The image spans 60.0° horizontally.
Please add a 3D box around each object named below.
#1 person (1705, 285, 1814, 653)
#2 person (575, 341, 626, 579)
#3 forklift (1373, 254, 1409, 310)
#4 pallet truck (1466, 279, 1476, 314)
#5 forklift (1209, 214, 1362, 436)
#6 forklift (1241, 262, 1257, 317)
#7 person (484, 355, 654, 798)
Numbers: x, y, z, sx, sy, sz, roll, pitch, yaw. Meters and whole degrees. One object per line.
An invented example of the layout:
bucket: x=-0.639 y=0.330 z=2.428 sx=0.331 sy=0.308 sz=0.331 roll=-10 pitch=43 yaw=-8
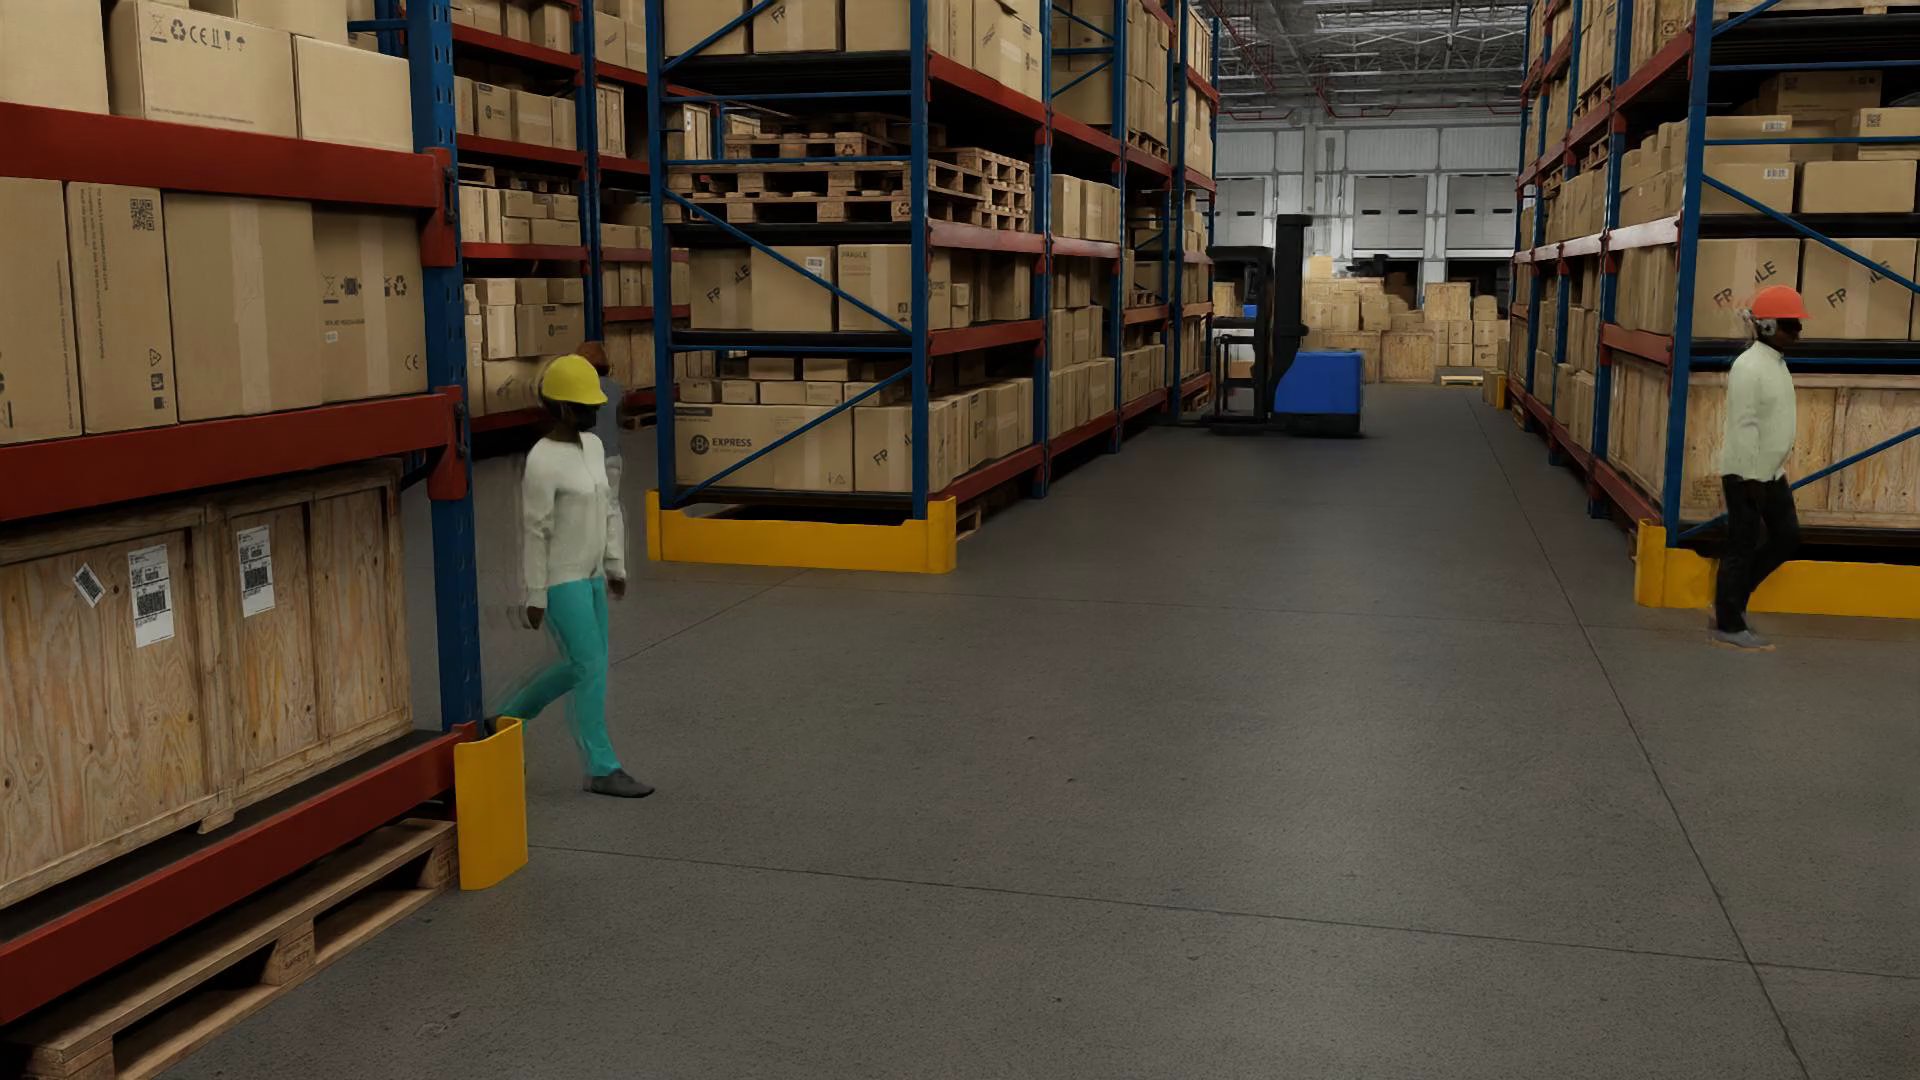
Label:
person: x=4.307 y=-0.370 z=8.950 sx=0.612 sy=1.980 sz=0.421 roll=-9 pitch=12 yaw=-43
person: x=-2.487 y=-0.537 z=11.220 sx=0.658 sy=1.598 sz=0.511 roll=6 pitch=11 yaw=32
forklift: x=13.862 y=-8.056 z=54.952 sx=1.873 sy=2.768 sz=1.129 roll=4 pitch=10 yaw=22
pallet truck: x=18.896 y=-8.459 z=60.307 sx=1.885 sy=1.965 sz=0.823 roll=5 pitch=10 yaw=31
forklift: x=4.253 y=-2.787 z=21.481 sx=1.873 sy=2.768 sz=1.129 roll=2 pitch=9 yaw=15
forklift: x=10.551 y=-8.662 z=58.805 sx=1.129 sy=2.768 sz=1.873 roll=2 pitch=9 yaw=15
person: x=-1.550 y=0.139 z=6.492 sx=0.654 sy=1.734 sz=0.537 roll=2 pitch=9 yaw=11
